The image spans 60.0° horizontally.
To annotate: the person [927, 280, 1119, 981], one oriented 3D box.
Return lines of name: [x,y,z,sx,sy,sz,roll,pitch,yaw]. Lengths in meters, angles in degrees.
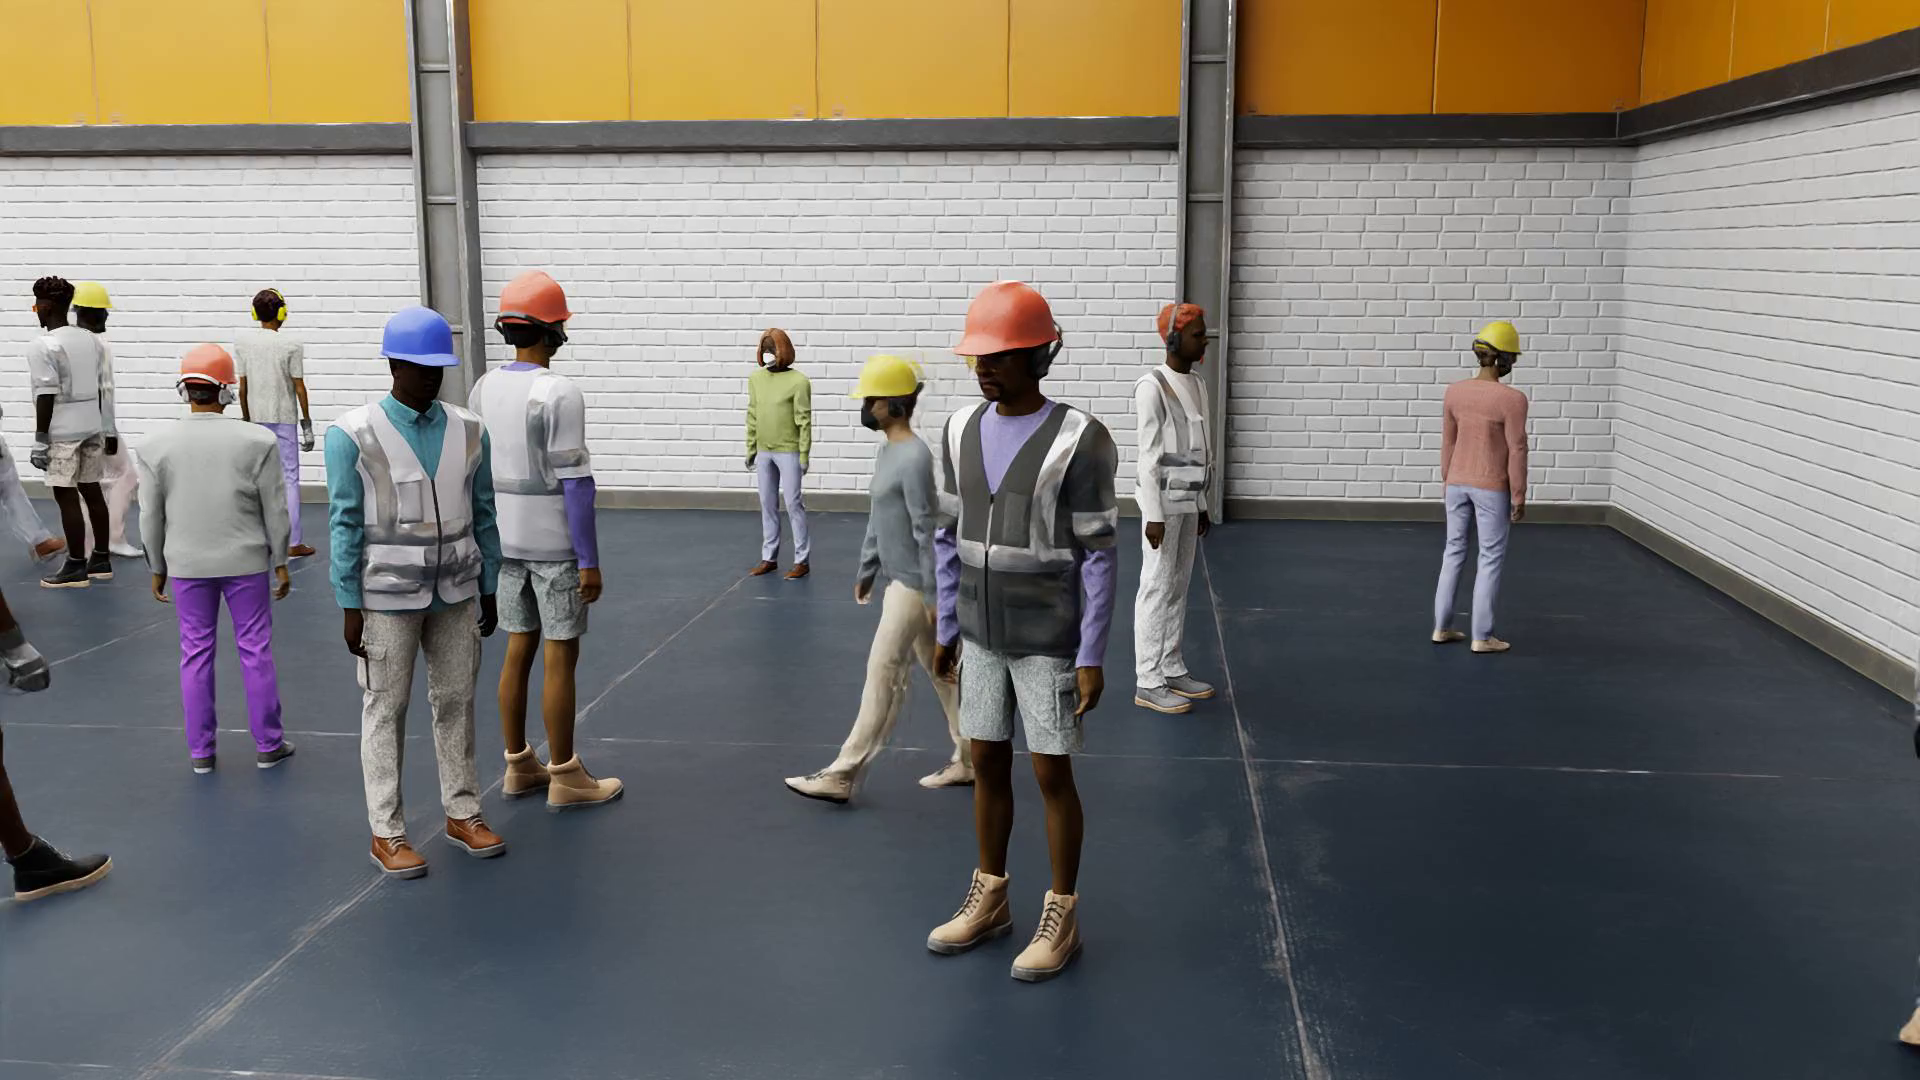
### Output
person: [0.152,0.272,4.855,0.615,2.038,0.395,8,13,38]

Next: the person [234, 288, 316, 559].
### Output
person: [-4.716,-0.795,11.482,0.509,1.864,0.332,1,10,5]

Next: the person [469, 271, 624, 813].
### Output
person: [-1.577,0.012,6.329,0.614,2.046,0.366,8,12,37]

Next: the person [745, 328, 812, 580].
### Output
person: [-1.174,-0.556,10.791,0.503,1.630,0.274,7,12,34]

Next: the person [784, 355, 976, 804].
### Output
person: [-0.284,0.158,6.408,0.875,1.721,0.545,-2,10,-11]

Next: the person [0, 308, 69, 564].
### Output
person: [-6.482,-0.734,11.016,1.001,1.890,0.632,-1,10,-8]

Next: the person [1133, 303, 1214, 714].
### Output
person: [1.003,-0.154,7.743,0.355,1.884,0.573,6,11,30]

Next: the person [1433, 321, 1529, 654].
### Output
person: [2.778,-0.273,8.807,0.342,1.754,0.531,-7,12,-35]

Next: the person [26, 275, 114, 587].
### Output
person: [-5.653,-0.683,10.537,0.365,1.965,0.608,1,10,7]

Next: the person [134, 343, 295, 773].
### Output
person: [-3.028,0.074,6.807,0.565,1.750,0.341,-2,10,-12]

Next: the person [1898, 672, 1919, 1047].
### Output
person: [2.788,0.496,4.245,0.630,1.812,0.569,9,14,43]

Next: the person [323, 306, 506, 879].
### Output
person: [-1.843,0.178,5.697,0.605,1.939,0.415,-10,14,-44]

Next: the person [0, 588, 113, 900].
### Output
person: [-3.209,0.308,5.055,0.605,1.916,1.043,9,13,41]

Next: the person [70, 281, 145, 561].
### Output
person: [-5.882,-0.799,11.361,0.609,1.913,0.477,6,12,32]
